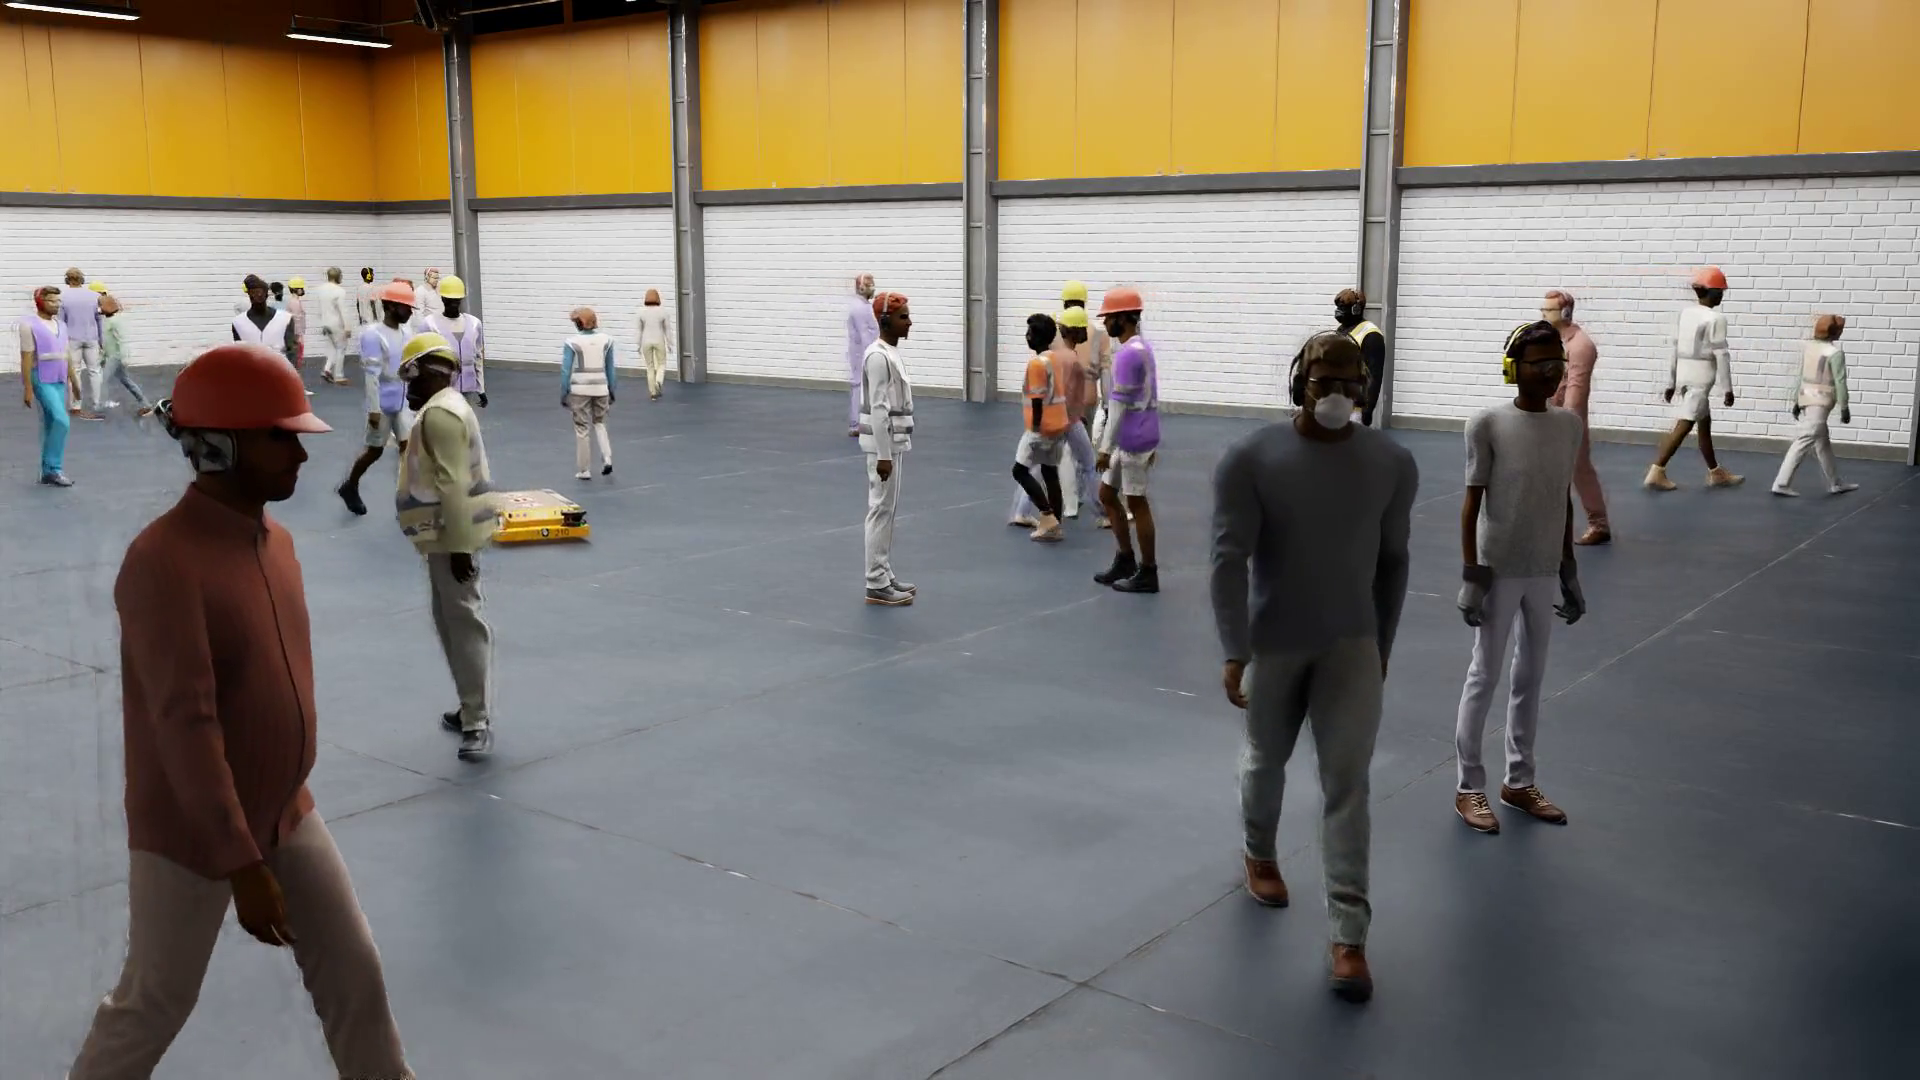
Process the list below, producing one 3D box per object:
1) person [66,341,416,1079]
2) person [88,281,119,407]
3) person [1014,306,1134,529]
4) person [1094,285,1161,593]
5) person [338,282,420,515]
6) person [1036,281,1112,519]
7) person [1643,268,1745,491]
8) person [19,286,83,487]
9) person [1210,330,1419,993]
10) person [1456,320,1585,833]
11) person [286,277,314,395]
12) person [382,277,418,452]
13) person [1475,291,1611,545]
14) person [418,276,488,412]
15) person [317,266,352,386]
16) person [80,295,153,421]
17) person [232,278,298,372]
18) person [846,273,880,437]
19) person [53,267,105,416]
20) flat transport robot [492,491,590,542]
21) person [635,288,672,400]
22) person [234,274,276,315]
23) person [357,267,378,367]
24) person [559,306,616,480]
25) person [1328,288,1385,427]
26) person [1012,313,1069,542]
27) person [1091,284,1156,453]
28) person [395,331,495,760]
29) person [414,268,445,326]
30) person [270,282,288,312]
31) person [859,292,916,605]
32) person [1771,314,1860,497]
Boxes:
[{"bbox_3d":[-1.498,0.568,3.419,1.043,1.944,0.628,1,10,5],"label":"person"},{"bbox_3d":[-11.874,-2.704,23.009,0.296,1.743,0.492,-3,10,-17],"label":"person"},{"bbox_3d":[0.852,-0.925,12.744,0.940,1.715,0.530,-2,10,-10],"label":"person"},{"bbox_3d":[1.011,-0.617,10.356,0.592,1.913,0.555,2,10,10],"label":"person"},{"bbox_3d":[-4.595,-1.092,13.191,0.902,1.899,0.570,4,11,23],"label":"person"},{"bbox_3d":[0.908,-1.152,13.553,0.617,1.880,0.943,0,10,0],"label":"person"},{"bbox_3d":[6.600,-1.424,14.870,1.052,1.992,0.634,-2,10,-9],"label":"person"},{"bbox_3d":[-8.236,-1.392,15.153,0.570,1.824,0.575,0,10,2],"label":"person"},{"bbox_3d":[1.057,0.310,5.062,0.634,1.897,1.006,0,10,1],"label":"person"},{"bbox_3d":[2.072,0.135,6.125,0.512,1.870,0.329,-3,10,-19],"label":"person"},{"bbox_3d":[-9.954,-3.062,25.026,0.330,1.769,0.526,-6,11,-30],"label":"person"},{"bbox_3d":[-5.944,-1.851,17.674,0.360,1.875,0.602,-8,13,-40],"label":"person"},{"bbox_3d":[4.289,-0.863,11.994,1.036,1.851,0.664,-2,10,-14],"label":"person"},{"bbox_3d":[-4.402,-1.334,14.507,0.591,1.923,0.381,-9,13,-42],"label":"person"},{"bbox_3d":[-9.973,-3.410,26.610,0.648,1.918,0.437,7,12,35],"label":"person"},{"bbox_3d":[-10.823,-2.334,21.296,0.866,1.592,0.520,-8,12,-38],"label":"person"},{"bbox_3d":[-6.766,-1.611,16.260,0.589,1.887,0.910,-3,10,-16],"label":"person"},{"bbox_3d":[-1.056,-2.124,19.231,0.504,1.889,0.647,1,10,3],"label":"person"},{"bbox_3d":[-11.518,-2.591,21.790,0.657,1.938,0.386,-9,13,-41],"label":"person"},{"bbox_3d":[-3.337,-0.205,12.743,0.652,0.197,1.431,-5,11,-26],"label":"flat transport robot"},{"bbox_3d":[-4.440,-2.832,24.087,0.517,1.618,0.411,-1,10,-5],"label":"person"},{"bbox_3d":[-8.692,-2.348,20.591,0.521,1.865,0.328,-5,11,-28],"label":"person"},{"bbox_3d":[-11.054,-4.151,31.074,0.535,1.868,0.309,8,12,37],"label":"person"},{"bbox_3d":[-3.474,-1.366,15.539,0.538,1.623,0.360,-8,12,-38],"label":"person"},{"bbox_3d":[3.058,-1.061,13.162,0.429,1.842,0.634,-4,11,-23],"label":"person"},{"bbox_3d":[0.599,-0.803,12.112,0.374,1.681,0.550,4,10,21],"label":"person"},{"bbox_3d":[1.652,-1.795,17.573,0.944,1.789,0.650,0,10,-2],"label":"person"},{"bbox_3d":[-2.186,0.017,7.090,0.407,1.787,0.718,-3,10,-16],"label":"person"},{"bbox_3d":[-8.172,-3.260,25.794,0.409,1.903,0.639,2,10,12],"label":"person"},{"bbox_3d":[-11.177,-3.392,27.217,0.506,1.658,0.548,5,11,27],"label":"person"},{"bbox_3d":[-0.440,-0.555,10.089,0.338,1.882,0.583,1,10,4],"label":"person"},{"bbox_3d":[7.493,-1.161,14.473,0.876,1.588,0.543,-1,10,-3],"label":"person"}]
